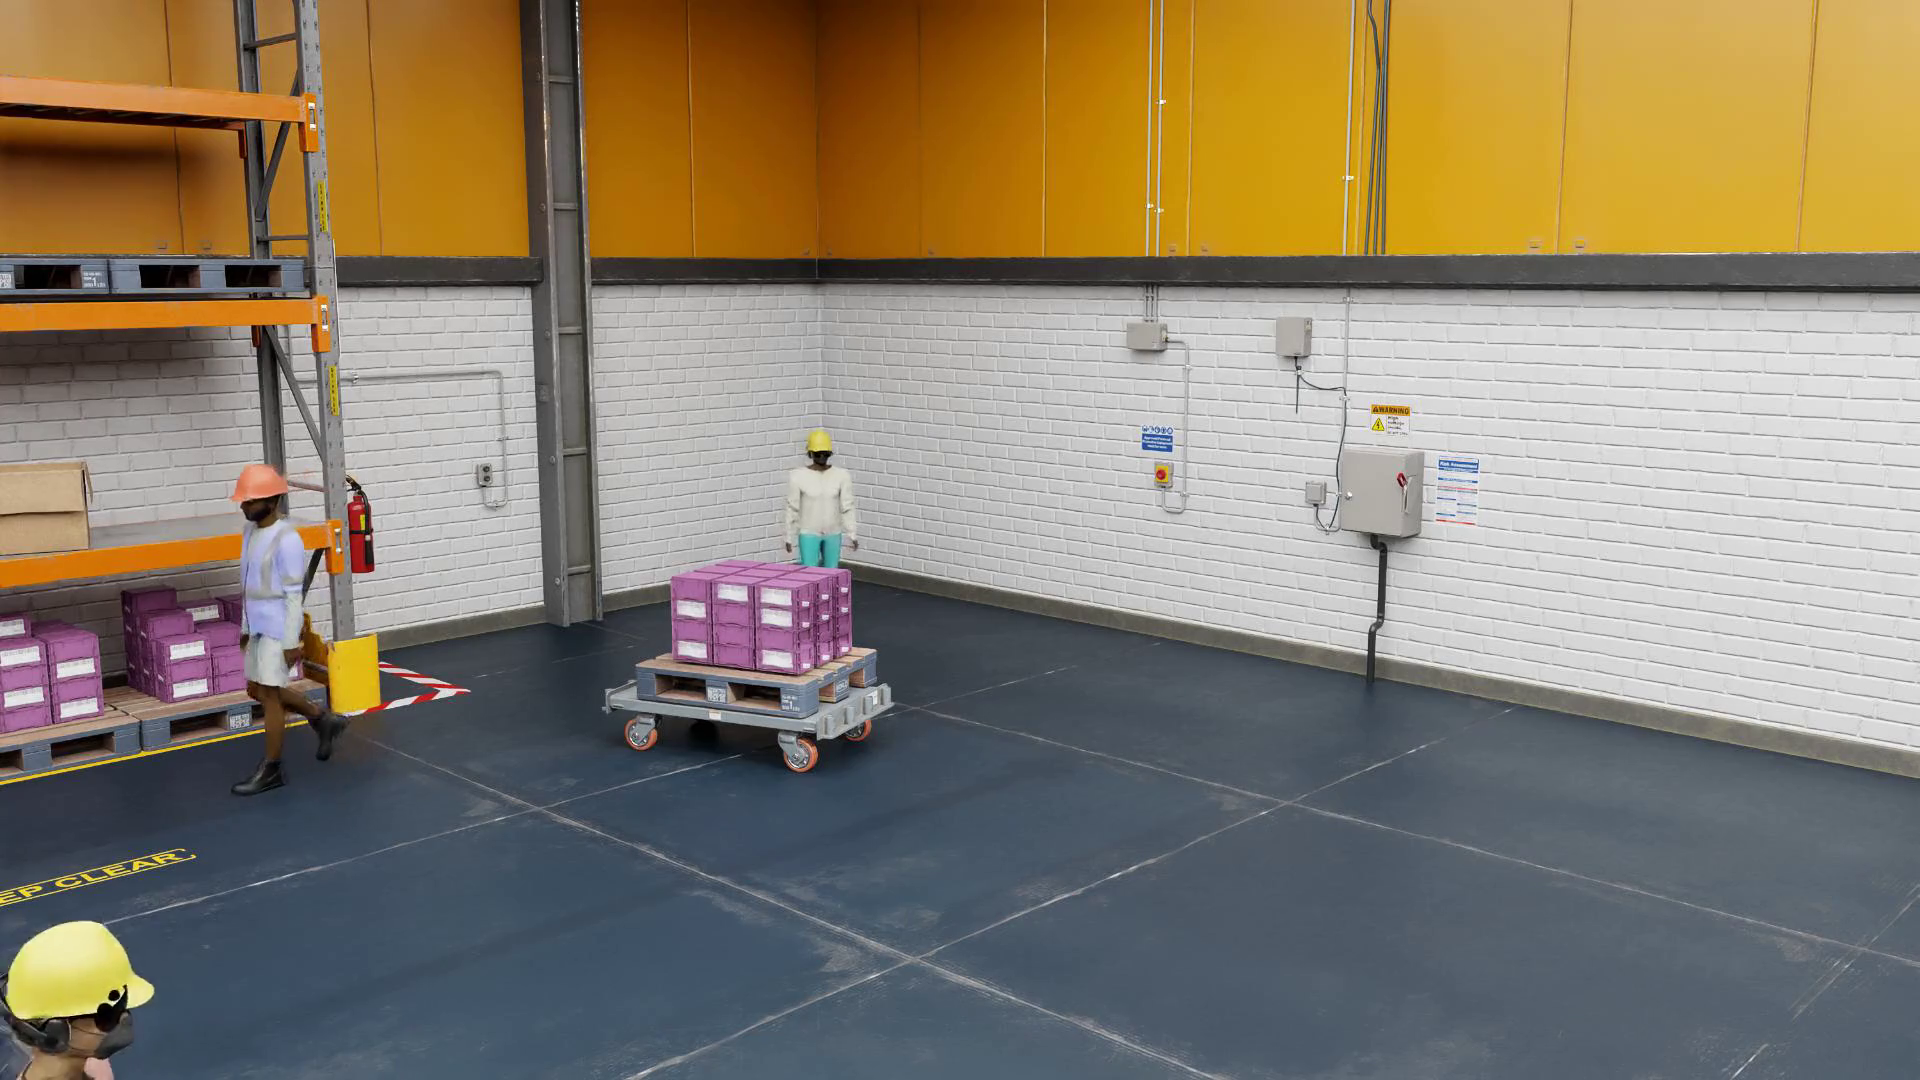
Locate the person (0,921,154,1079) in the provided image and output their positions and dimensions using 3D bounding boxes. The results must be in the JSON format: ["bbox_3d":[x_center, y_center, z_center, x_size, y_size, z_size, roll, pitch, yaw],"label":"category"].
[{"bbox_3d":[-1.742,1.617,3.483,0.893,1.726,0.531,-3,10,-20],"label":"person"}]

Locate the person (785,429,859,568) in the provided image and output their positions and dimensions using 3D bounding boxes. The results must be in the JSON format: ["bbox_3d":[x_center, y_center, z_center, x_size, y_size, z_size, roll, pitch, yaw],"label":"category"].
[{"bbox_3d":[-1.127,-0.032,13.528,0.558,1.746,0.502,-4,10,-21],"label":"person"}]

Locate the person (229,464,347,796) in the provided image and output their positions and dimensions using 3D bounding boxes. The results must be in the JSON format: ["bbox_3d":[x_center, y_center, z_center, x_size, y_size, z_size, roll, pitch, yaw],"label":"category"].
[{"bbox_3d":[-3.971,0.499,9.721,0.567,1.921,0.687,9,13,43],"label":"person"}]
